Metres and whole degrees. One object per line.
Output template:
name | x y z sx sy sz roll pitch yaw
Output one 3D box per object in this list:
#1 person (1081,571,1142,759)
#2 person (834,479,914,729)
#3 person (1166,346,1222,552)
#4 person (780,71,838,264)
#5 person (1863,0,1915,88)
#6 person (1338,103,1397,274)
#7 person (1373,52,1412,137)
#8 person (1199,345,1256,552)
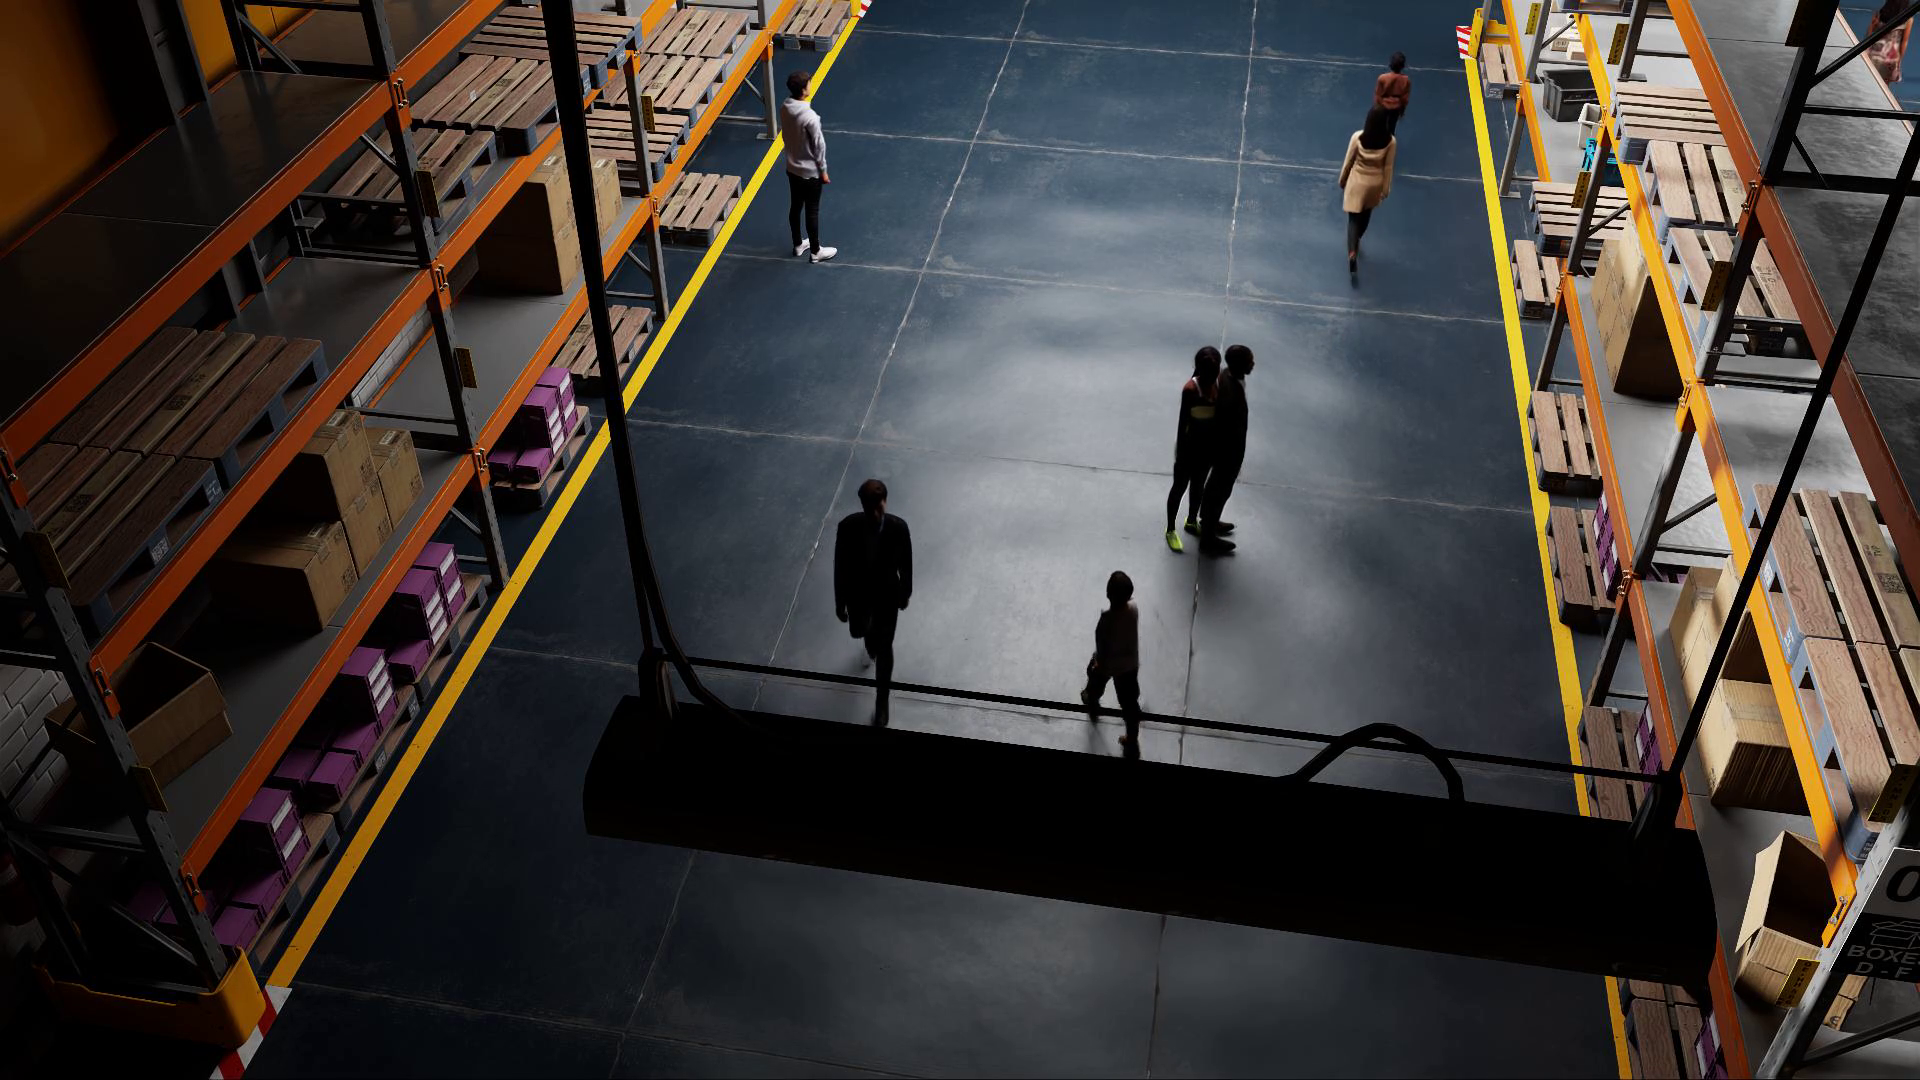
person | 1.085 0.791 11.072 0.851 1.422 1.045 -13 40 -16
person | -0.606 0.315 11.310 0.782 1.868 1.191 1 39 1
person | 1.798 -0.727 12.706 0.643 1.754 0.682 -18 42 -21
person | -1.529 -3.636 16.207 0.776 1.931 0.781 28 46 30
person | 10.299 -5.384 18.630 0.797 1.638 0.832 24 44 27
person | 3.917 -3.375 16.106 0.643 1.650 1.029 6 39 8
person | 4.657 -4.640 18.033 0.552 1.221 0.873 4 39 6
person | 2.014 -0.711 12.651 0.745 1.799 0.565 -1 39 -1
